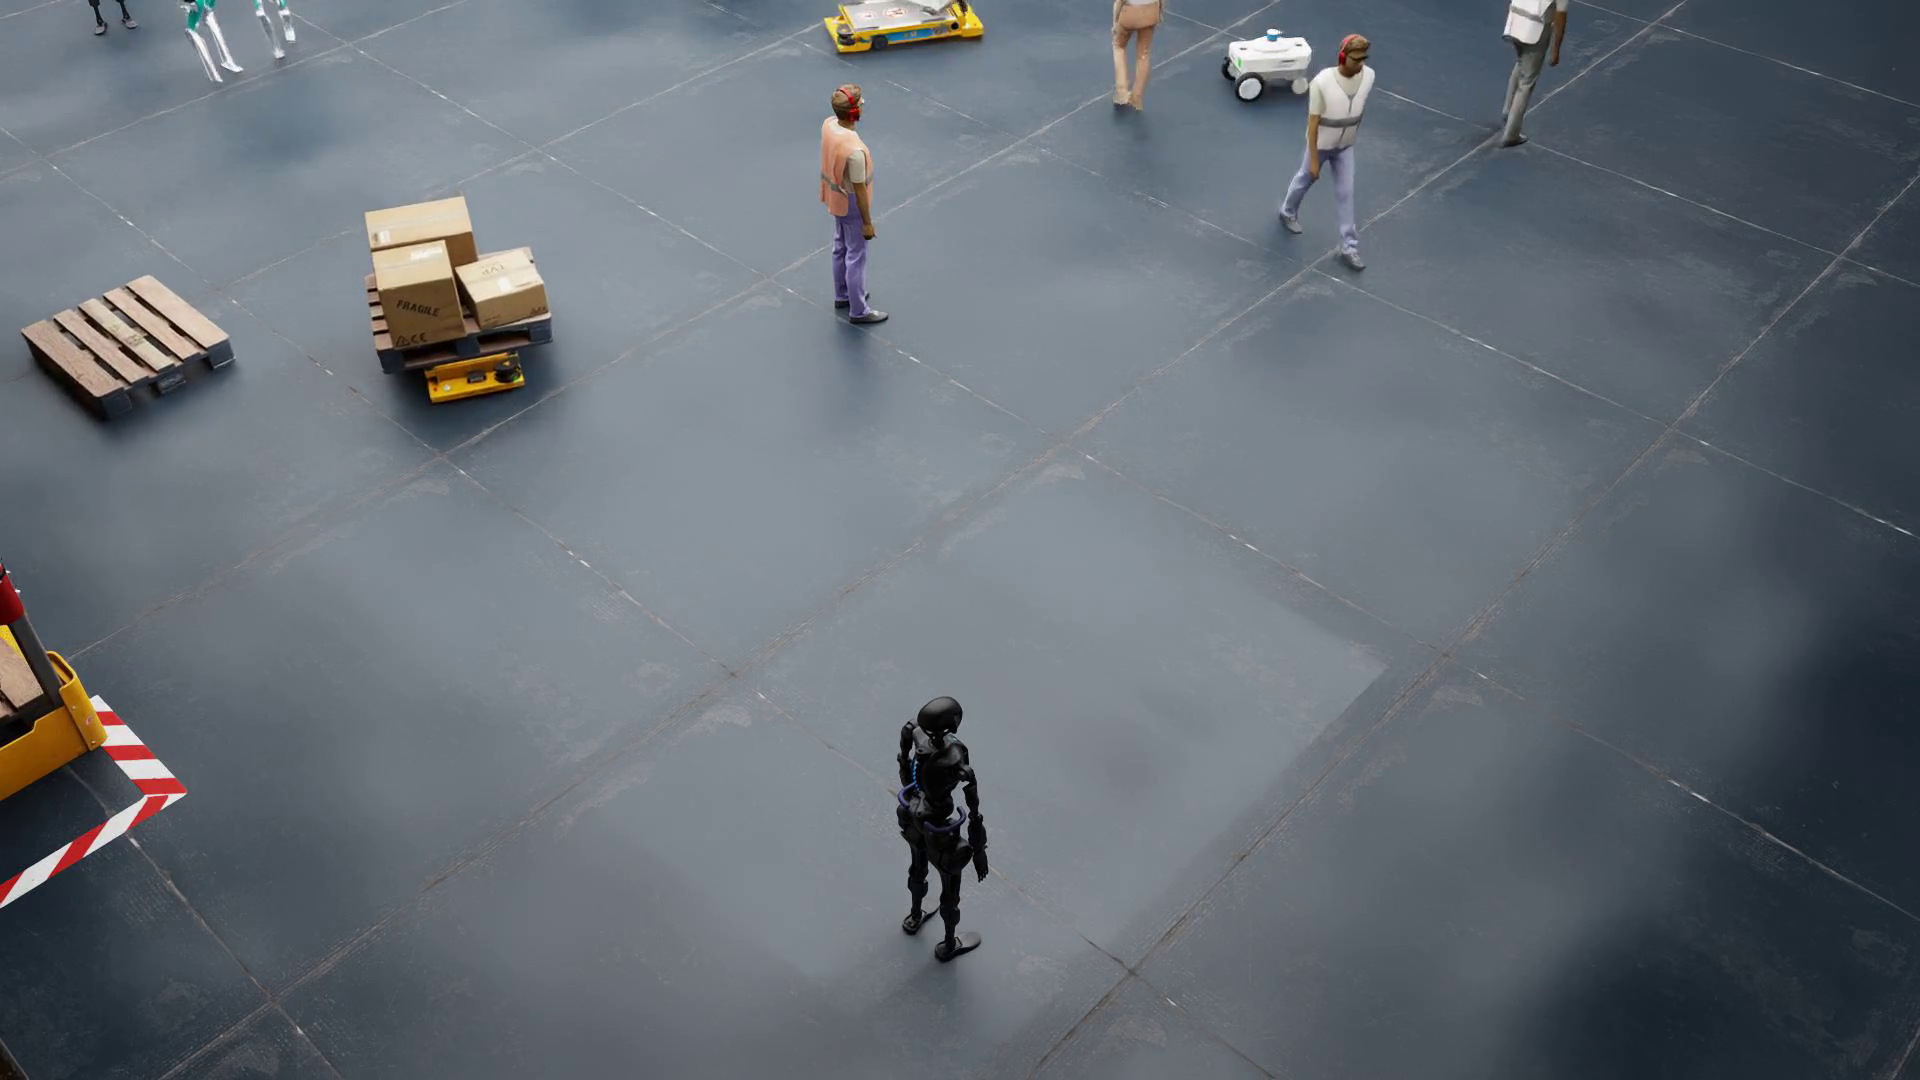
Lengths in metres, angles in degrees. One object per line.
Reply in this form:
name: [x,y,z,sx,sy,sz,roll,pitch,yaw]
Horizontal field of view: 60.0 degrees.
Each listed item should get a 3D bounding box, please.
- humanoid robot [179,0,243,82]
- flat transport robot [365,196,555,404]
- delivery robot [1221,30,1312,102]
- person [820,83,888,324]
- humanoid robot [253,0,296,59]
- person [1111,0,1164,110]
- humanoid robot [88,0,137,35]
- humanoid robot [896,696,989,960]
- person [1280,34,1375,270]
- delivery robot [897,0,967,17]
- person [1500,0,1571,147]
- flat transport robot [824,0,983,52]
humanoid robot: [-6.924,-5.029,15.014,0.695,1.785,0.541,24,47,24]
flat transport robot: [-3.639,-1.529,12.225,0.659,0.231,1.431,-13,44,-14]
delivery robot: [2.807,-4.354,15.133,0.750,0.570,0.499,-6,42,-7]
person: [-0.799,-2.413,12.025,0.383,1.849,0.569,-19,45,-20]
humanoid robot: [-6.446,-5.300,15.335,0.546,1.801,0.754,-20,46,-21]
person: [1.553,-4.608,14.555,0.503,1.728,0.402,-9,43,-10]
humanoid robot: [-8.228,-5.635,15.727,0.599,1.655,0.315,-17,45,-18]
humanoid robot: [-0.107,1.350,7.962,0.315,1.657,0.599,-30,50,-29]
person: [2.860,-3.032,12.760,0.579,1.790,0.993,-15,44,-16]
delivery robot: [-0.341,-5.290,16.190,0.774,0.592,0.499,26,48,26]
person: [4.876,-4.281,14.133,0.653,1.810,0.618,-27,48,-27]
flat transport robot: [-0.549,-5.021,16.107,1.431,0.231,0.659,-11,43,-12]
